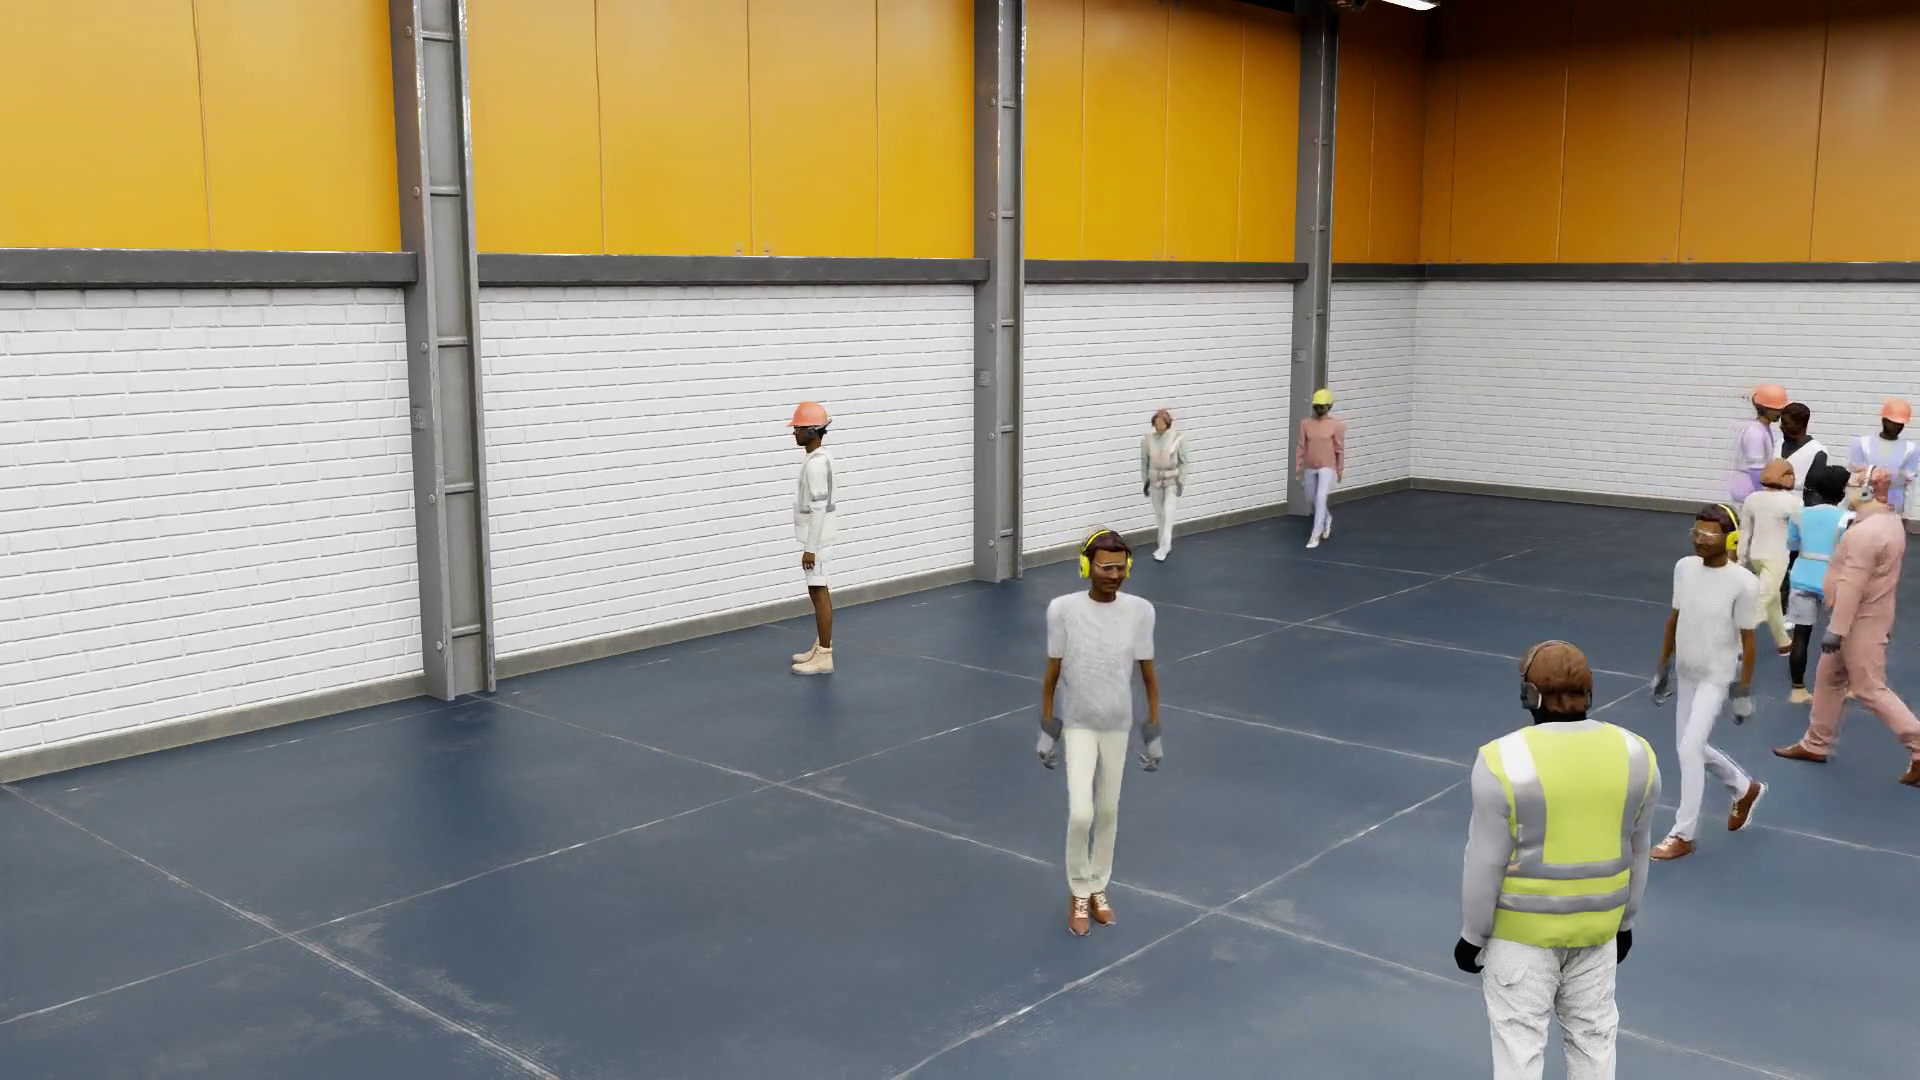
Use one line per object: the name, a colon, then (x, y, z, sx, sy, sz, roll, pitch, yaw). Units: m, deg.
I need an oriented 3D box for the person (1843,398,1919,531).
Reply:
person: (8.055, -0.292, 14.582, 0.577, 1.914, 0.495, 4, 10, 23)

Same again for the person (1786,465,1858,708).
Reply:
person: (6.019, 0.314, 11.496, 0.683, 1.671, 0.552, -7, 11, -35)

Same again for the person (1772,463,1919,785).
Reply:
person: (5.409, 0.482, 9.853, 0.909, 1.878, 0.633, 6, 11, 35)

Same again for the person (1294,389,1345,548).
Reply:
person: (4.011, -0.814, 18.424, 0.527, 1.745, 0.789, 7, 11, 37)

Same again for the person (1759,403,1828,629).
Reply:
person: (7.039, -0.205, 14.044, 0.391, 1.914, 0.587, -2, 9, -10)

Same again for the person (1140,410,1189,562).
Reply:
person: (2.117, -0.562, 17.330, 0.524, 1.571, 0.882, 5, 10, 28)

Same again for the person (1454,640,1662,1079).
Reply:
person: (1.873, 1.225, 5.312, 0.621, 1.838, 0.429, -2, 9, -10)

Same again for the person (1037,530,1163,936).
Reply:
person: (0.640, 0.868, 7.514, 0.552, 1.847, 0.577, -1, 9, -8)

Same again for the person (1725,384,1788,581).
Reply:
person: (7.206, -0.401, 14.999, 0.722, 1.999, 0.635, 6, 11, 32)

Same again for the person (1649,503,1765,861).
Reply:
person: (3.883, 0.706, 8.567, 0.797, 1.844, 0.526, -3, 10, -19)

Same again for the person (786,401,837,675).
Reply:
person: (-1.106, -0.016, 12.454, 0.371, 2.044, 0.608, 0, 9, -3)

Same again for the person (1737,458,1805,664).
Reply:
person: (6.240, 0.160, 12.785, 0.877, 1.586, 0.494, -3, 10, -21)
